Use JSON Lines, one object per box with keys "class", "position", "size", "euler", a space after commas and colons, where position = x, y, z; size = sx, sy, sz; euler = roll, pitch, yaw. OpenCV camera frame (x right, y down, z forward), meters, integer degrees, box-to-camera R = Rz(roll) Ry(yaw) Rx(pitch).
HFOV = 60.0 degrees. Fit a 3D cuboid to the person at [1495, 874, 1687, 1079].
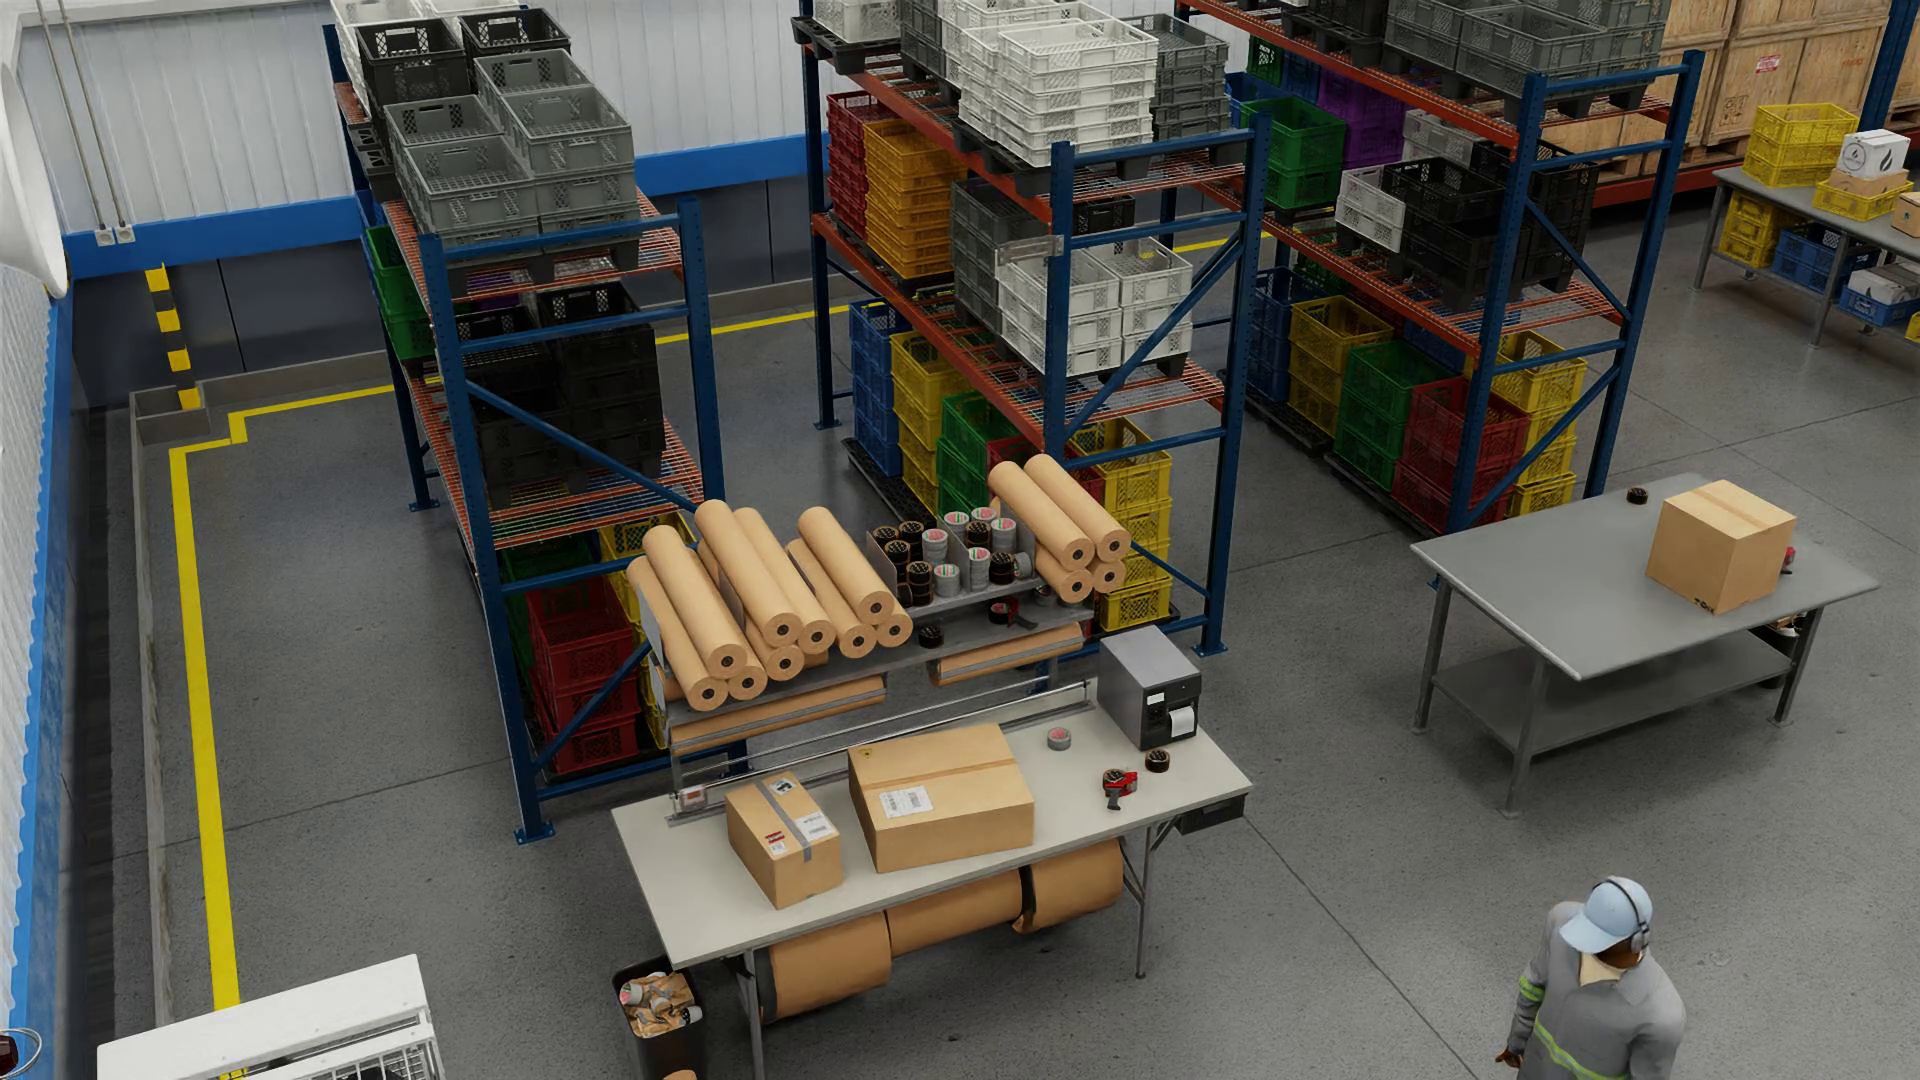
{"class": "person", "position": [2.014, 1.813, 5.519], "size": [0.389, 1.849, 0.587], "euler": [-14, 34, -21]}
